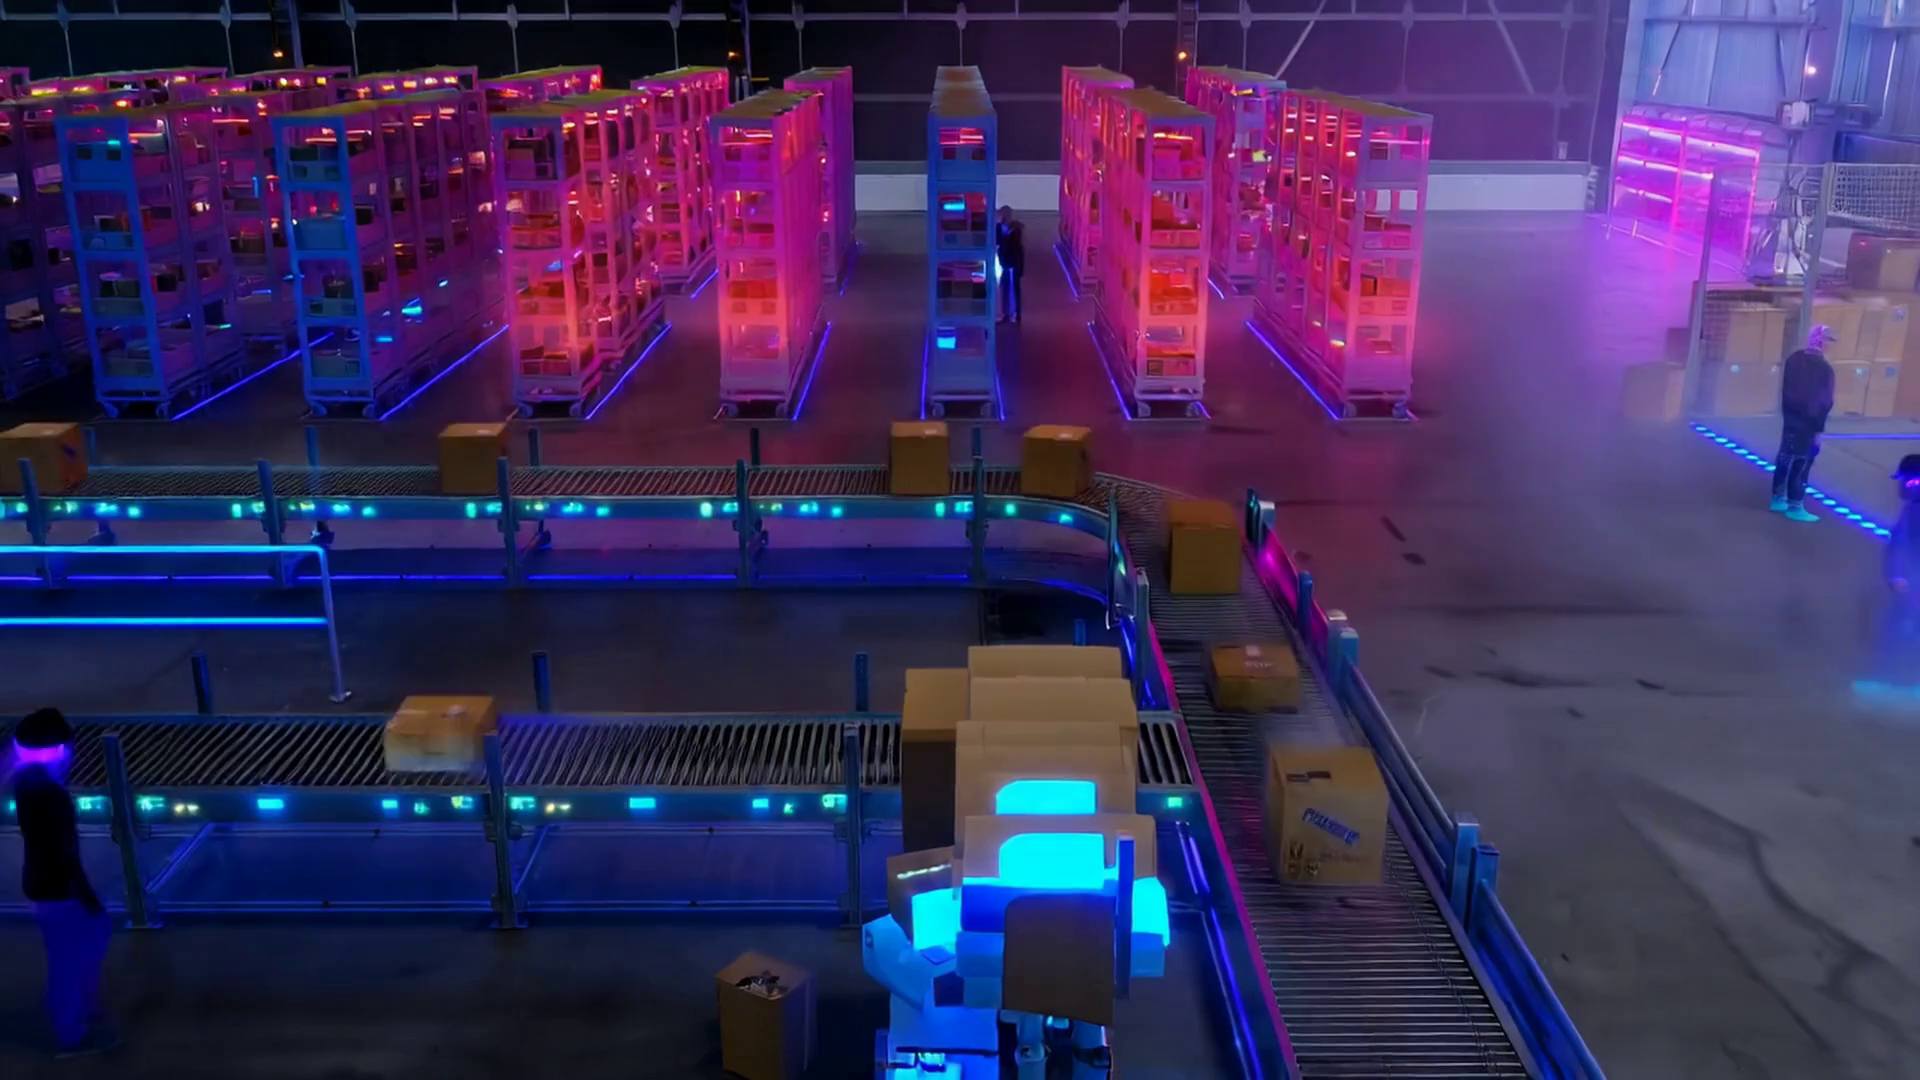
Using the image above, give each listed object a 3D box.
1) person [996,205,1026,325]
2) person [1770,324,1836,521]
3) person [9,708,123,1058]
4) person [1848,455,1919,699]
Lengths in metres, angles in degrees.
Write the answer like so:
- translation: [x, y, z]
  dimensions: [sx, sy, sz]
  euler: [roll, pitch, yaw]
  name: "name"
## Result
- translation: [0.762, -4.286, 25.883]
  dimensions: [0.575, 1.830, 0.410]
  euler: [10, 20, 28]
  name: "person"
- translation: [8.194, -1.143, 16.087]
  dimensions: [0.406, 1.902, 0.636]
  euler: [-1, 18, -3]
  name: "person"
- translation: [-4.179, 1.614, 7.817]
  dimensions: [0.406, 1.755, 0.540]
  euler: [-10, 21, -29]
  name: "person"
- translation: [6.815, 0.284, 11.868]
  dimensions: [0.779, 1.784, 0.613]
  euler: [7, 19, 21]
  name: "person"
